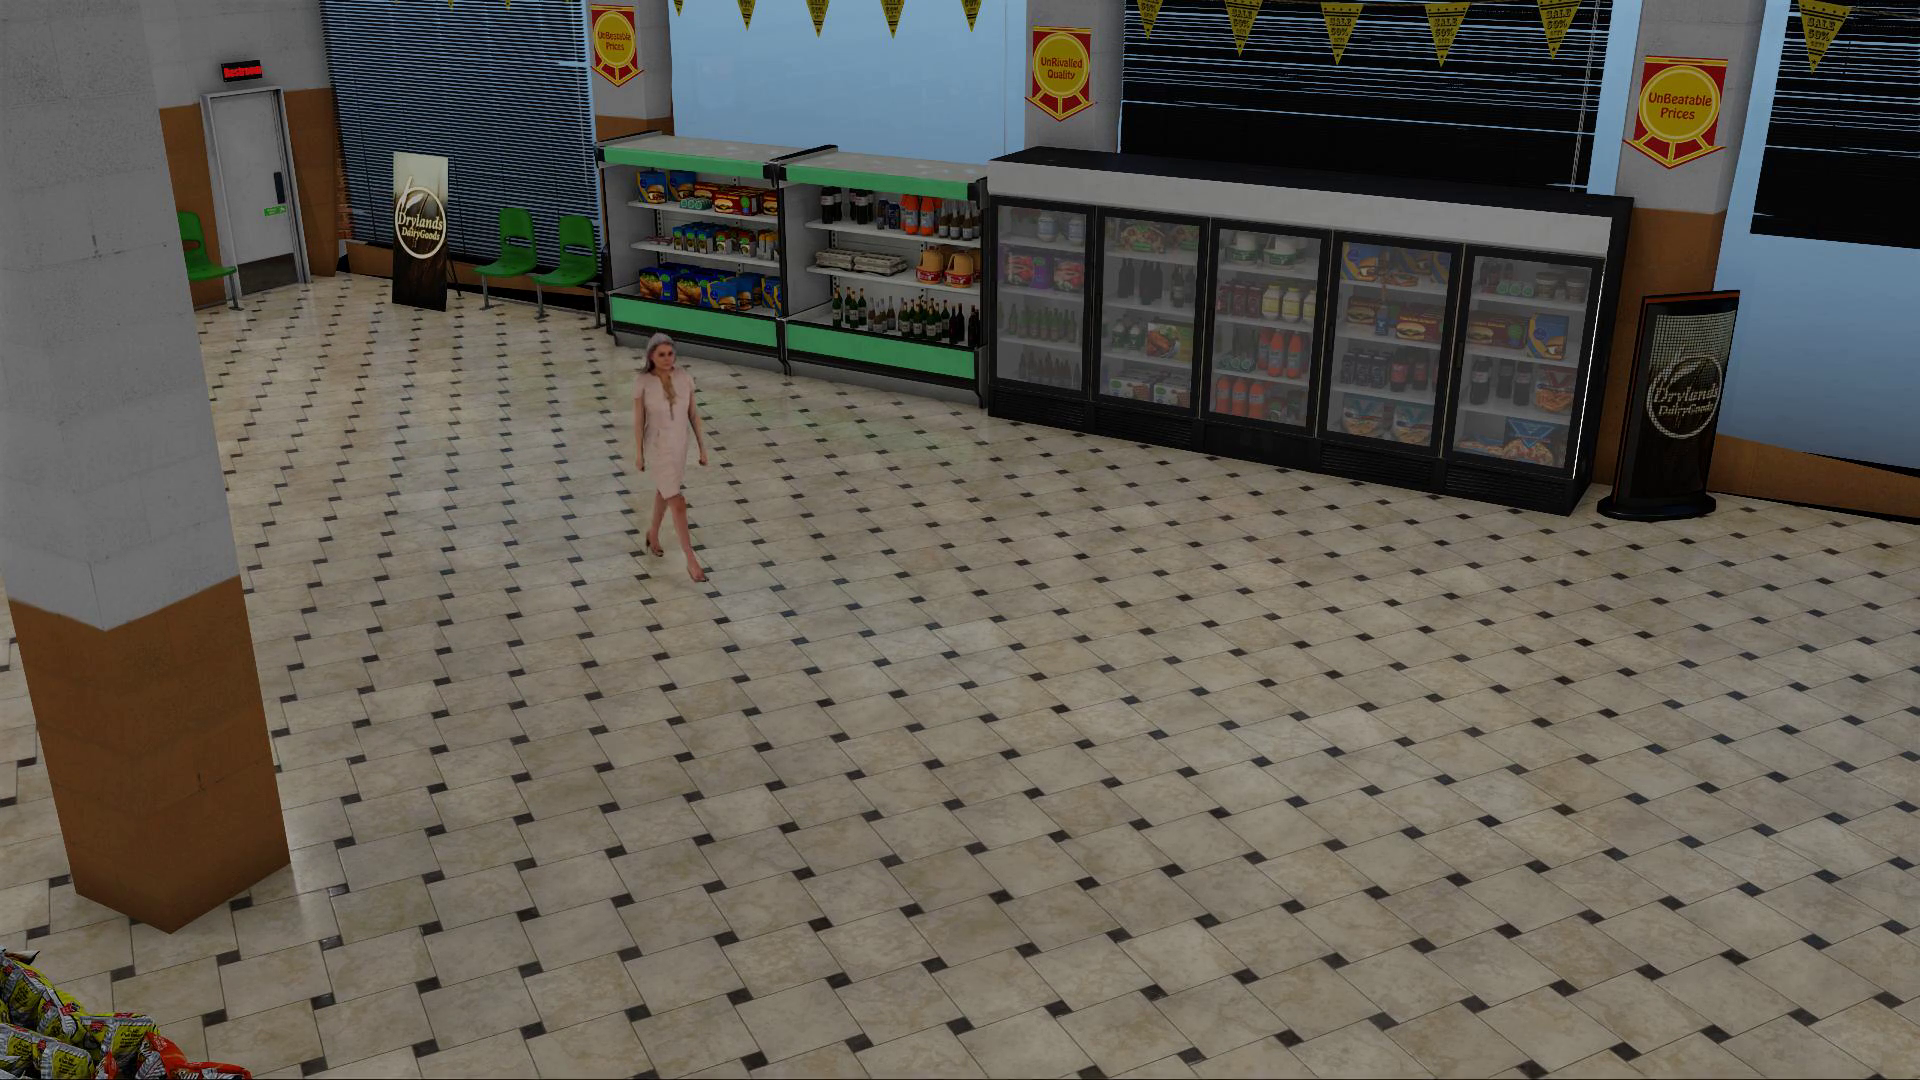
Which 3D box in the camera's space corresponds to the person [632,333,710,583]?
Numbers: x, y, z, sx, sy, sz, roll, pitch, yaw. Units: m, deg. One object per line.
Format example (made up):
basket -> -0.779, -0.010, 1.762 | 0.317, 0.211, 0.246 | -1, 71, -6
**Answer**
person -> -2.054, -0.587, 11.511 | 0.929, 1.685, 1.218 | -15, 26, -33
